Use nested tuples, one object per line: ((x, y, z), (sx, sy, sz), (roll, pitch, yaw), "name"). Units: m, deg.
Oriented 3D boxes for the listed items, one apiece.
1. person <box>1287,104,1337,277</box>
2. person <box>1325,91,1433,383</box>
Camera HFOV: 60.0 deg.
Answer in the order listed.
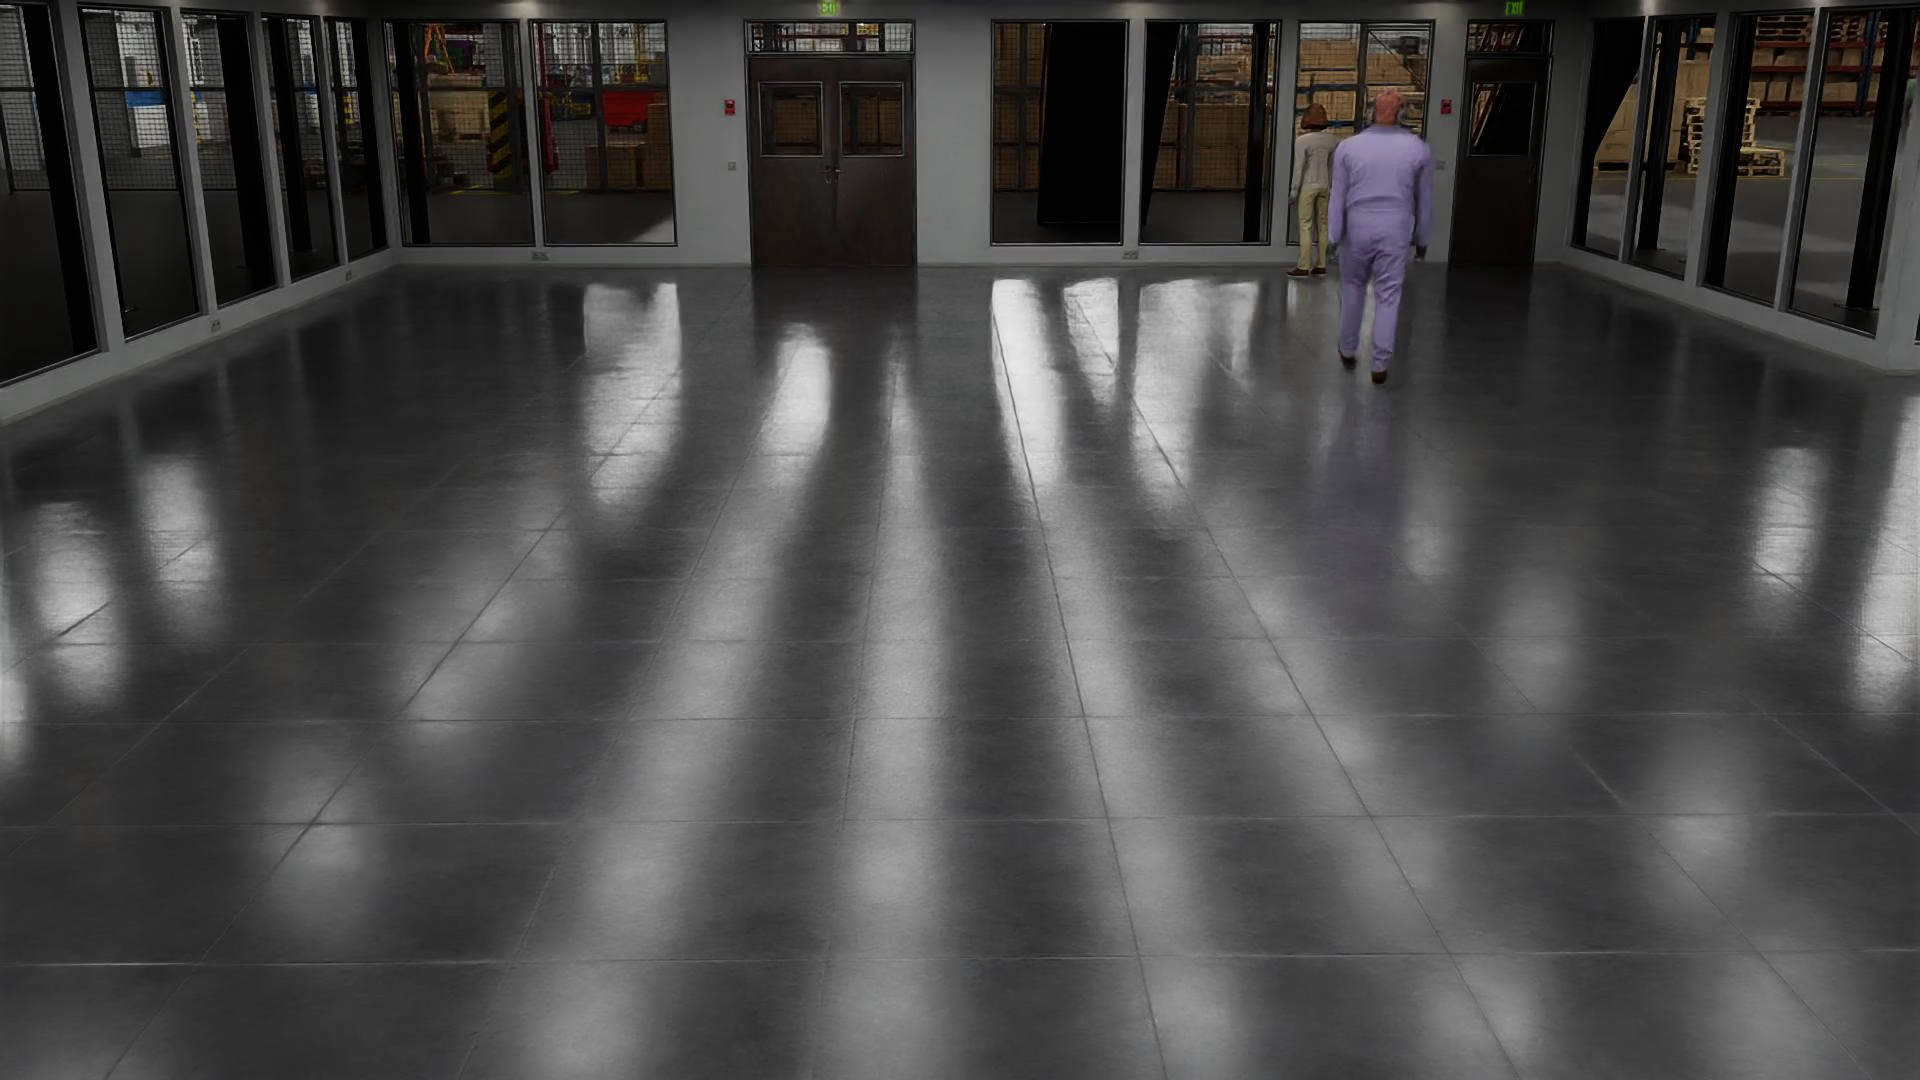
((3.372, -3.342, 15.951), (0.498, 1.634, 0.280), (-9, 19, -28), "person")
((2.785, -2.030, 11.095), (0.683, 1.854, 0.992), (3, 17, 10), "person")
